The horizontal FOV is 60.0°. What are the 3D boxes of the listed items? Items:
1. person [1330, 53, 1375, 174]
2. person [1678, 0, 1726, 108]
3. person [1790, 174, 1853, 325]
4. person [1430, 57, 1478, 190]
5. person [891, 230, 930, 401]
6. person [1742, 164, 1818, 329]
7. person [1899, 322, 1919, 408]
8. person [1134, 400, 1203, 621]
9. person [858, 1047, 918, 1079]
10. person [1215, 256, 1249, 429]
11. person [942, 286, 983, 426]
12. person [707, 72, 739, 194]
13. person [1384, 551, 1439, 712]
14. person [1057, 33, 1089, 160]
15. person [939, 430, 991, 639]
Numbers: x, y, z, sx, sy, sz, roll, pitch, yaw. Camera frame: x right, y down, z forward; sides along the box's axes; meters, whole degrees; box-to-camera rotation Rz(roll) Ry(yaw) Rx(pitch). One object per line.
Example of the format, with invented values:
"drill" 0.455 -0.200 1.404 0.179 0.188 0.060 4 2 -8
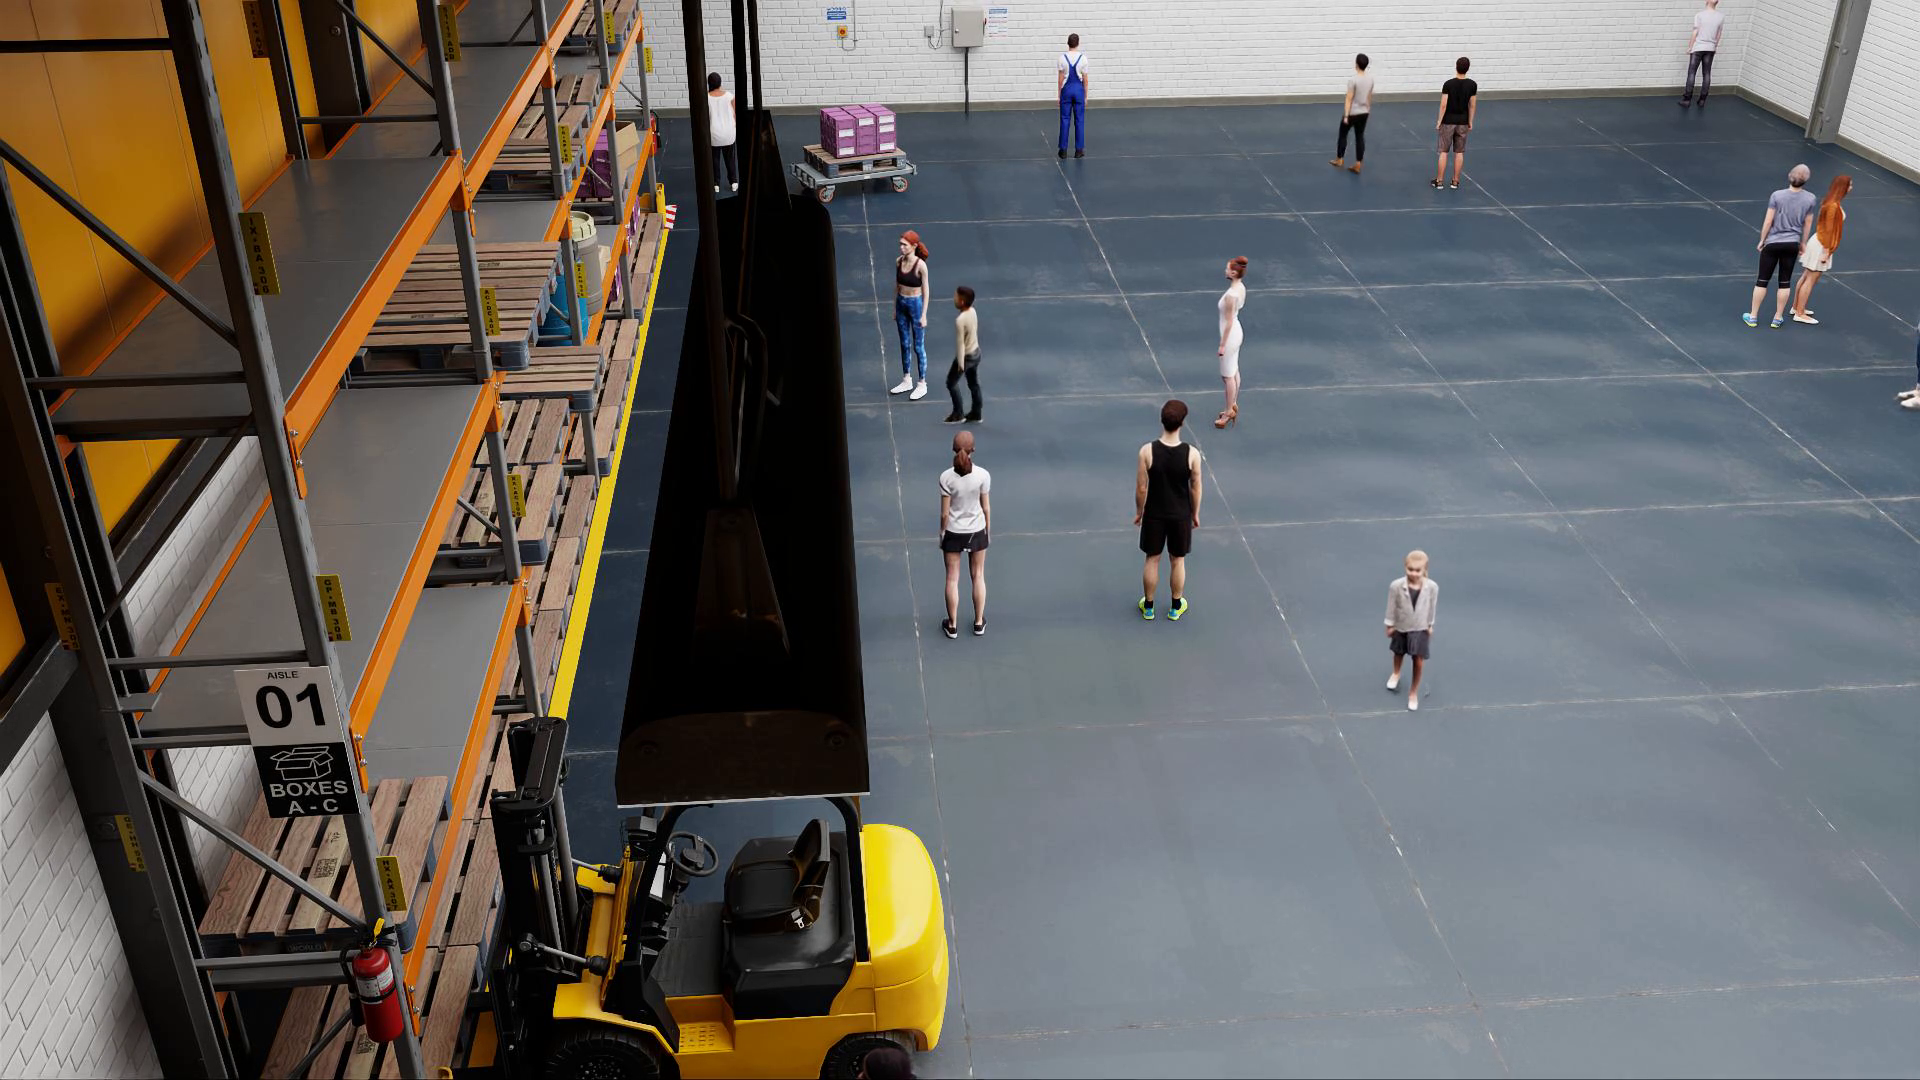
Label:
"person" 5.865 -6.237 24.431 0.748 1.699 0.920 -10 30 -17
"person" 12.488 -8.237 27.960 0.662 1.831 0.594 0 29 -1
"person" 9.910 -3.375 19.163 0.764 1.719 0.628 8 30 14
"person" 7.066 -5.961 23.755 0.690 1.862 0.610 1 29 1
"person" -0.506 -2.328 17.177 0.675 1.785 0.731 21 35 33
"person" 9.358 -3.344 18.930 0.729 1.889 0.707 8 30 14
"person" 9.972 -2.090 17.065 0.686 1.473 0.561 10 30 18
"person" 1.646 -0.221 13.200 0.721 1.892 0.658 3 29 6
"person" -0.291 2.956 7.516 0.748 1.759 0.572 -5 29 -9
"person" 2.690 -1.968 16.507 0.706 1.793 0.570 11 30 19
"person" 0.134 -1.819 16.590 0.732 1.452 0.653 14 32 24
"person" -3.424 -5.808 23.657 0.681 1.687 0.643 -6 29 -11
"person" 3.358 0.609 12.354 0.658 1.246 0.793 8 30 15
"person" 1.697 -6.725 25.167 0.655 1.851 0.606 2 29 3
"person" 0.035 -0.041 13.017 0.560 1.752 0.560 -4 29 -7
